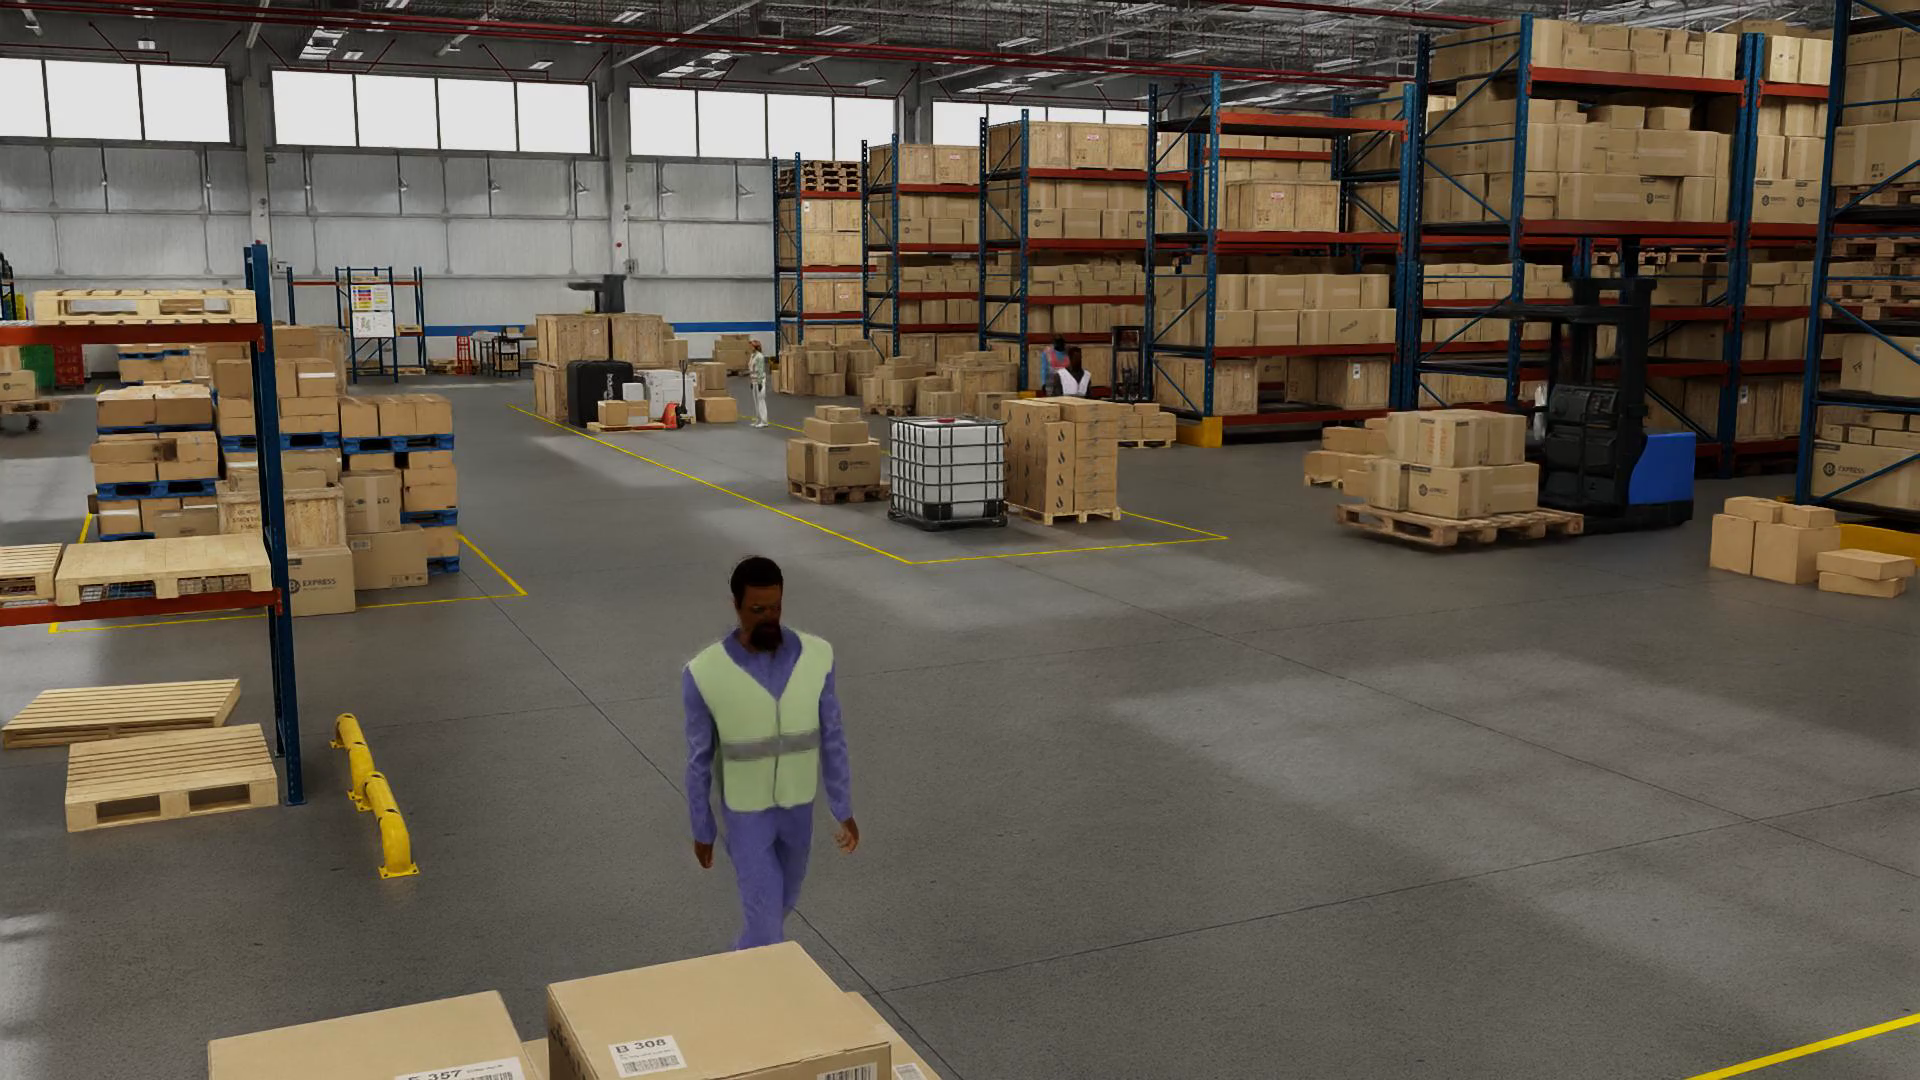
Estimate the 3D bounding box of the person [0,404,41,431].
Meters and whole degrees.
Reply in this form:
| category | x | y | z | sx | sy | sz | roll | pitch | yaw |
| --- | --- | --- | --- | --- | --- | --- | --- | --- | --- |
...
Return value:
| category | x | y | z | sx | sy | sz | roll | pitch | yaw |
| --- | --- | --- | --- | --- | --- | --- | --- | --- | --- |
| person | -17.272 | -2.923 | 30.267 | 0.934 | 1.908 | 0.634 | 3 | 10 | 16 |

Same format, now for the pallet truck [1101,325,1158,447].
| category | x | y | z | sx | sy | sz | roll | pitch | yaw |
| --- | --- | --- | --- | --- | --- | --- | --- | --- | --- |
| pallet truck | 2.881 | -2.596 | 27.923 | 0.823 | 1.965 | 1.885 | -1 | 9 | -7 |

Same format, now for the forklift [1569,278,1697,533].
| category | x | y | z | sx | sy | sz | roll | pitch | yaw |
| --- | --- | --- | --- | --- | --- | --- | --- | --- | --- |
| forklift | 7.320 | -1.565 | 18.795 | 1.873 | 2.768 | 1.129 | -4 | 10 | -25 |

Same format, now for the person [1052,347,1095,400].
| category | x | y | z | sx | sy | sz | roll | pitch | yaw |
| --- | --- | --- | --- | --- | --- | --- | --- | --- | --- |
| person | 1.585 | -1.672 | 22.579 | 0.644 | 1.869 | 0.971 | -6 | 11 | -34 |

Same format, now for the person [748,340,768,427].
| category | x | y | z | sx | sy | sz | roll | pitch | yaw |
| --- | --- | --- | --- | --- | --- | --- | --- | --- | --- |
| person | -3.782 | -2.918 | 31.059 | 0.316 | 1.631 | 0.519 | -4 | 10 | -26 |

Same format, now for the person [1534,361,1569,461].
| category | x | y | z | sx | sy | sz | roll | pitch | yaw |
| --- | --- | --- | --- | --- | --- | --- | --- | --- | --- |
| person | 7.261 | -1.260 | 20.096 | 0.657 | 1.855 | 0.427 | 2 | 9 | 13 |

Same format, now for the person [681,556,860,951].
| category | x | y | z | sx | sy | sz | roll | pitch | yaw |
| --- | --- | --- | --- | --- | --- | --- | --- | --- | --- |
| person | -0.731 | 0.971 | 6.147 | 0.588 | 1.885 | 0.950 | -6 | 11 | -32 |

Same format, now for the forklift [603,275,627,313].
| category | x | y | z | sx | sy | sz | roll | pitch | yaw |
| --- | --- | --- | --- | --- | --- | --- | --- | --- | --- |
| forklift | -8.392 | -5.079 | 40.601 | 1.873 | 2.768 | 1.129 | -4 | 10 | -25 |

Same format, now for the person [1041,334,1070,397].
| category | x | y | z | sx | sy | sz | roll | pitch | yaw |
| --- | --- | --- | --- | --- | --- | --- | --- | --- | --- |
| person | 1.751 | -2.750 | 29.536 | 0.627 | 1.794 | 0.972 | 0 | 9 | 1 |
